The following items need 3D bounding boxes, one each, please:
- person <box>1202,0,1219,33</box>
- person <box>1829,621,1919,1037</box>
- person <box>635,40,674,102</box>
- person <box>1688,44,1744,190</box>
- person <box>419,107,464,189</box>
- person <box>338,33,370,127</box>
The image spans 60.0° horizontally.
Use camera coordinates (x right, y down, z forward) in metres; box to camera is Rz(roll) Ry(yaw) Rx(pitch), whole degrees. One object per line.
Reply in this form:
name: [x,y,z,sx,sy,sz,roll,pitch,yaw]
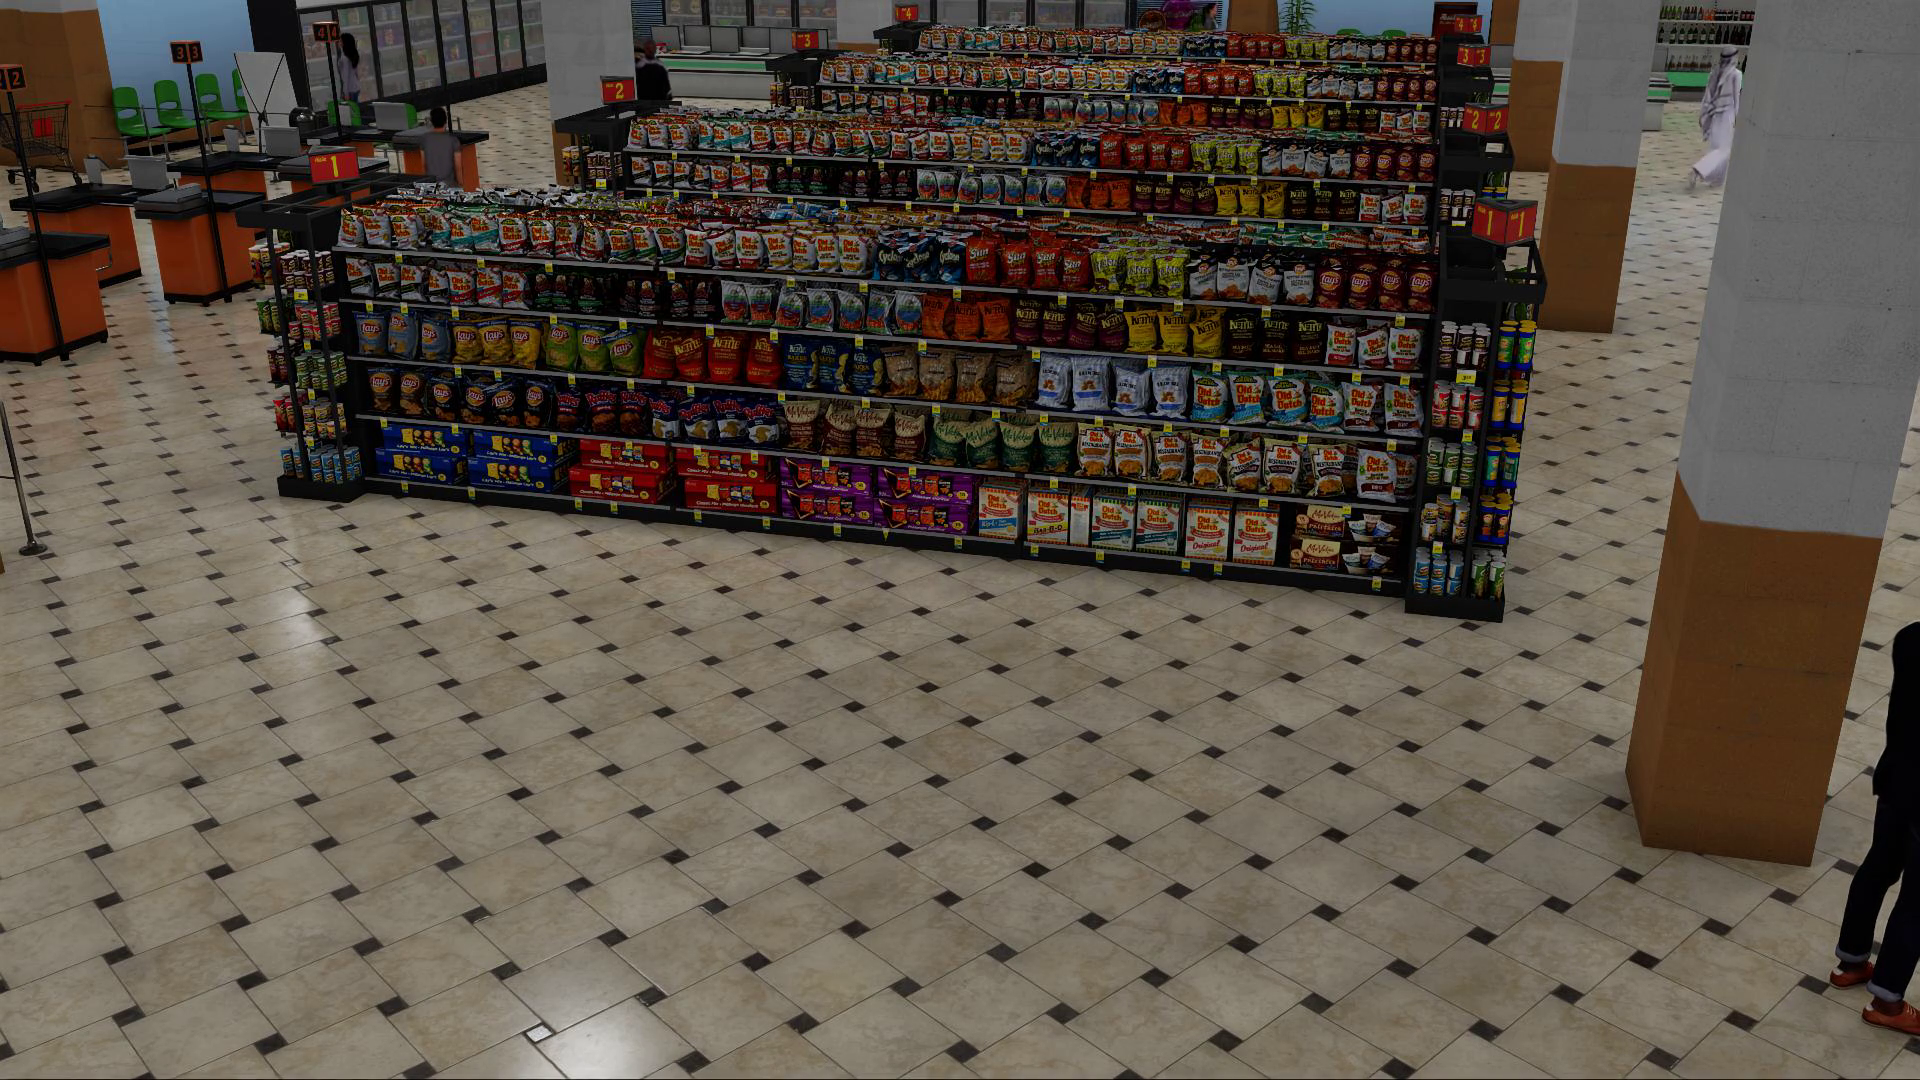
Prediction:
person: [4.825,-9.737,32.888,1.059,1.650,0.638,5,22,12]
person: [3.531,0.940,6.091,0.704,1.818,0.759,-1,22,-1]
person: [-4.488,-6.331,24.214,1.164,1.798,1.137,-7,23,-17]
person: [10.198,-5.672,22.437,1.174,1.900,1.082,-11,24,-25]
person: [-5.559,-3.729,17.827,1.162,1.731,0.950,-2,22,-5]
person: [-9.476,-7.050,26.101,0.948,1.723,0.704,2,22,6]
